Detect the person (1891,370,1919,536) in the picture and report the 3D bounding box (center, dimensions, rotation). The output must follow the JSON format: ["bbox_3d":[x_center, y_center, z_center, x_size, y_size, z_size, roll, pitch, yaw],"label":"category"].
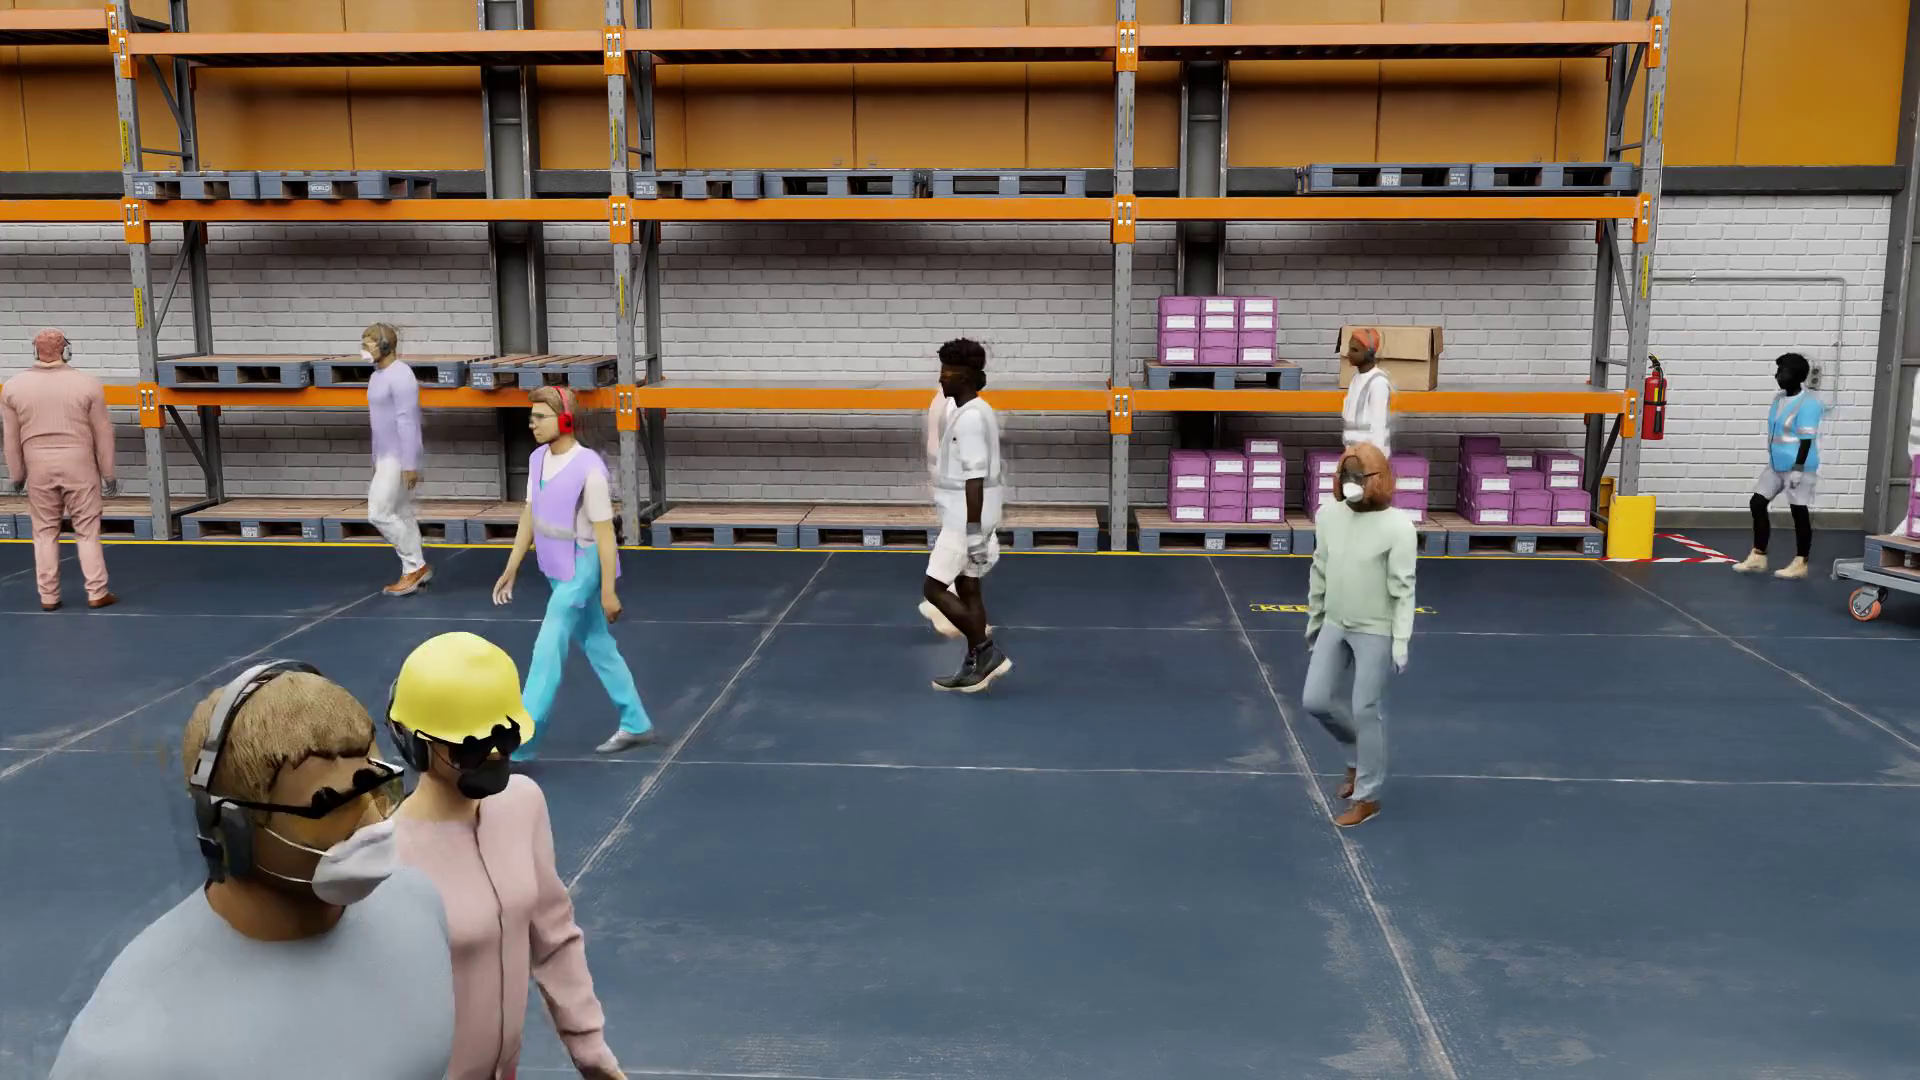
[{"bbox_3d":[7.129,-0.614,12.133,0.527,1.871,0.601,1,10,9],"label":"person"}]

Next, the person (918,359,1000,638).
[{"bbox_3d":[0.015,-0.276,10.270,0.434,1.826,0.650,-2,10,-14],"label":"person"}]

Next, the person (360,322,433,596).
[{"bbox_3d":[-3.951,-0.545,11.563,0.471,1.921,0.651,-6,12,-33],"label":"person"}]

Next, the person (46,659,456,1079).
[{"bbox_3d":[-0.858,1.078,2.085,0.640,1.922,0.633,3,10,18],"label":"person"}]

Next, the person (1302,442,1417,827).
[{"bbox_3d":[1.665,0.392,6.959,0.374,1.618,0.526,-8,13,-39],"label":"person"}]

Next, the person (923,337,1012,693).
[{"bbox_3d":[0.011,-0.118,8.992,0.414,1.950,0.614,2,10,11],"label":"person"}]

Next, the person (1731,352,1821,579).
[{"bbox_3d":[6.017,-0.537,12.230,0.628,1.670,0.555,0,10,-3],"label":"person"}]

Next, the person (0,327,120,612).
[{"bbox_3d":[-6.028,-0.471,11.192,0.651,1.906,0.403,-2,10,-13],"label":"person"}]

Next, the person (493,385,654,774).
[{"bbox_3d":[-1.854,0.181,7.711,0.988,1.791,0.564,-7,12,-34],"label":"person"}]

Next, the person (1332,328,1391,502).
[{"bbox_3d":[2.952,-0.600,12.041,0.481,1.870,0.597,0,10,-3],"label":"person"}]

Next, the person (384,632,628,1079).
[{"bbox_3d":[-0.851,1.011,3.007,0.667,1.733,0.520,3,10,17],"label":"person"}]
